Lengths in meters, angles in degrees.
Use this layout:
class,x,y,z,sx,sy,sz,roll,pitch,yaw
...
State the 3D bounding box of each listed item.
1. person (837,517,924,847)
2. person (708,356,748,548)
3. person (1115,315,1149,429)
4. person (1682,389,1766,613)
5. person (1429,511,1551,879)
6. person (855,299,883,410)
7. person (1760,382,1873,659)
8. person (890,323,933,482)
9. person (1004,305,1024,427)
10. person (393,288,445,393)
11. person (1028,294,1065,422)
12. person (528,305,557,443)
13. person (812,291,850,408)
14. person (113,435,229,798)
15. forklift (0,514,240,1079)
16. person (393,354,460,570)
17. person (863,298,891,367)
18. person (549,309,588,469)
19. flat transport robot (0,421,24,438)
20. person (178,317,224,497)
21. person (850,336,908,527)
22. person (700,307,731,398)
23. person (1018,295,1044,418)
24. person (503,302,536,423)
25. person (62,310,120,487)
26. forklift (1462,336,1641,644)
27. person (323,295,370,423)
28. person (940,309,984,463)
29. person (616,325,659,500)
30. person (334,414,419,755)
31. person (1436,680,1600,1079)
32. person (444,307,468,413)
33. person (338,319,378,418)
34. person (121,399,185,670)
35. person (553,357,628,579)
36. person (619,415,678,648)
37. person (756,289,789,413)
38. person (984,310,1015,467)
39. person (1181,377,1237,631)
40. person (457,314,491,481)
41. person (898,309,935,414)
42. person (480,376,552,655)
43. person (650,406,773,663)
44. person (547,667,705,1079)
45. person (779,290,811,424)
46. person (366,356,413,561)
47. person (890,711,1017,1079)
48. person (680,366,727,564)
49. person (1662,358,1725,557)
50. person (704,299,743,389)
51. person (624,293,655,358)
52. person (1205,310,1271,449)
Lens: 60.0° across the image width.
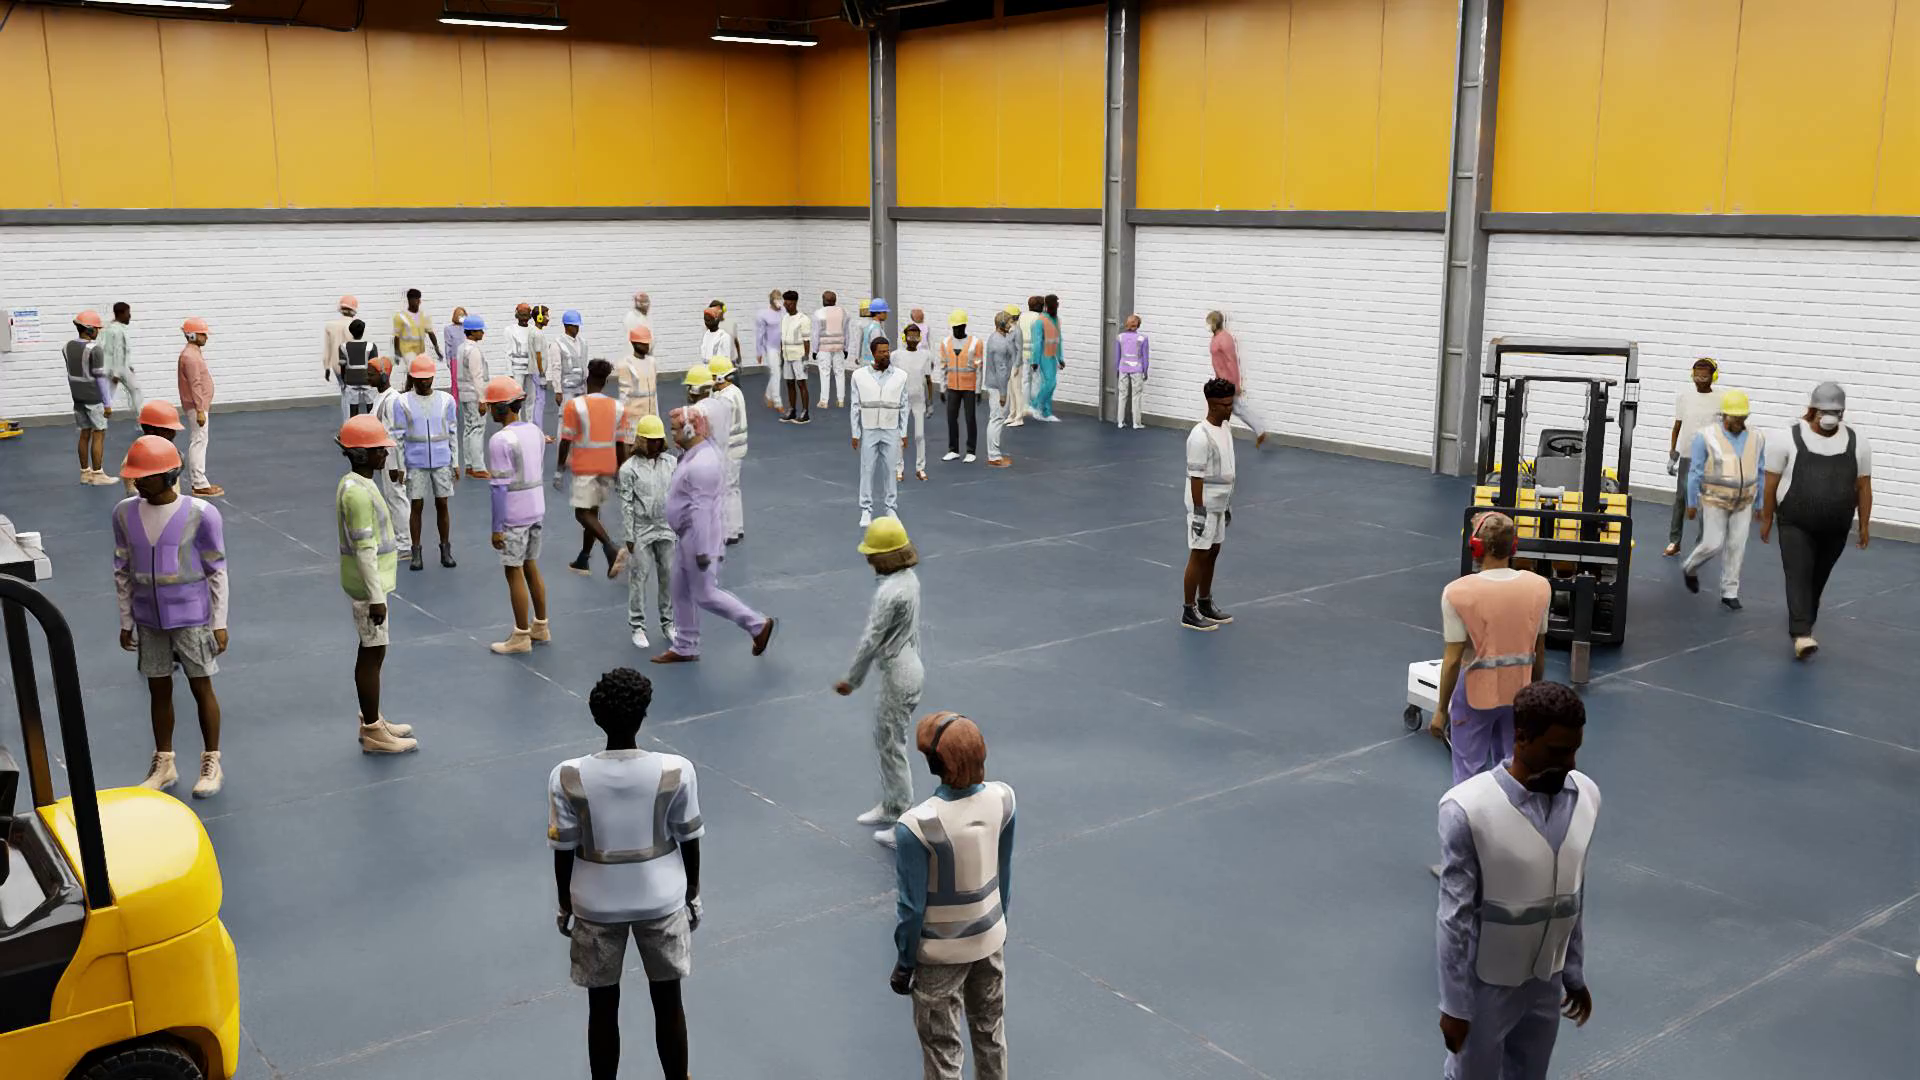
class,x,y,z,sx,sy,sz,roll,pitch,yaw
person,-0.391,0.714,8.565,0.410,1.719,0.501,1,12,5
person,-2.227,-0.845,15.860,0.403,1.818,0.605,0,12,2
person,2.456,-2.403,23.842,0.516,1.632,0.315,7,13,29
person,6.177,-0.341,13.466,0.609,1.810,0.560,-1,12,-4
person,2.535,0.780,7.948,0.570,1.840,0.373,-3,12,-16
person,-1.434,-2.879,25.891,0.484,1.732,0.316,-8,14,-33
person,6.225,-0.162,12.018,0.702,2.000,0.984,2,12,9
person,-0.569,-1.603,19.430,0.513,1.861,0.342,-1,12,-7
person,0.752,-2.521,24.098,0.327,1.761,0.524,-3,12,-16
person,-8.305,-2.894,25.519,1.029,1.898,0.637,7,14,30
person,1.297,-2.676,24.500,0.439,1.900,0.609,7,13,29
person,-5.657,-2.231,22.452,0.331,1.863,0.508,-3,12,-16
person,-2.047,-2.999,26.200,0.635,1.842,0.429,-6,13,-27
person,-4.349,0.429,9.170,0.606,2.039,0.395,0,12,2
forklift,-3.687,1.115,5.480,2.313,2.155,1.214,-9,15,-36
person,-4.740,-0.692,14.834,0.552,1.932,0.377,-5,13,-24
person,-1.120,-2.296,22.547,0.384,1.949,0.603,-2,12,-10
person,-4.749,-1.854,20.416,0.397,1.943,0.617,7,13,29
flat transport robot,-13.759,-1.519,22.868,1.431,0.197,0.652,2,12,8
person,-8.452,-1.479,18.493,0.396,1.990,0.622,-6,13,-26
person,-0.811,-1.098,16.828,0.593,1.922,0.392,-2,12,-10
person,-3.216,-2.119,21.871,0.361,1.879,0.583,-10,15,-40
person,1.134,-2.754,25.021,0.429,1.844,0.625,-8,14,-35
person,-5.931,-2.287,22.657,0.353,1.886,0.572,10,15,40
person,-9.971,-1.621,19.115,0.612,2.028,0.409,6,13,26
forklift,4.683,-0.471,13.136,1.214,2.155,2.313,4,12,20
person,-8.347,-2.366,22.827,0.648,1.966,0.670,2,12,8
person,0.027,-1.926,20.837,0.605,1.921,0.392,5,13,24
person,-3.471,-1.381,18.159,0.373,1.935,0.551,8,14,34
person,-3.508,0.264,9.956,0.370,2.044,0.608,-5,13,-22
person,1.679,1.338,5.083,0.587,1.914,0.393,-6,13,-27
person,-7.677,-2.773,25.639,0.502,1.628,0.287,-7,14,-30
person,-7.979,-2.088,22.157,0.539,1.696,0.317,-2,12,-8
person,-5.599,-0.030,11.694,0.420,1.920,0.543,1,12,5
person,-3.157,-0.614,14.476,0.811,1.928,0.663,11,16,42
person,-2.265,-0.066,12.303,0.480,1.733,0.338,-9,15,-36
person,-2.888,-2.951,25.874,0.623,1.910,0.946,-9,15,-37
person,0.487,-1.857,20.489,0.370,1.932,0.623,-1,12,-6
person,1.927,-0.279,12.804,0.386,1.958,0.599,6,13,28
person,-5.692,-1.673,19.539,0.394,1.945,0.618,-7,14,-30
person,-0.671,-2.755,25.636,0.517,1.592,0.863,-6,13,-27
person,-3.243,-0.178,12.119,0.423,2.035,0.614,3,12,14
person,-1.785,-0.022,11.779,0.791,1.871,0.650,-3,12,-13
person,-1.169,1.281,5.881,0.540,1.695,0.317,-2,12,-10
person,-2.441,-2.691,24.441,0.608,1.957,0.380,11,16,42
person,-5.214,-0.741,15.226,0.351,1.878,0.568,-6,13,-25
person,-0.015,1.369,5.594,0.514,1.643,0.307,-11,16,-43
person,-2.304,-0.636,14.878,0.403,1.820,0.622,3,12,16
person,6.777,-0.745,15.266,0.518,1.863,0.329,8,14,34
person,-3.394,-2.560,24.080,0.563,1.837,0.516,-4,12,-19
person,-4.742,-2.727,24.777,0.427,1.893,0.690,4,12,19
person,3.516,-2.033,21.465,0.973,1.889,0.660,0,12,0
